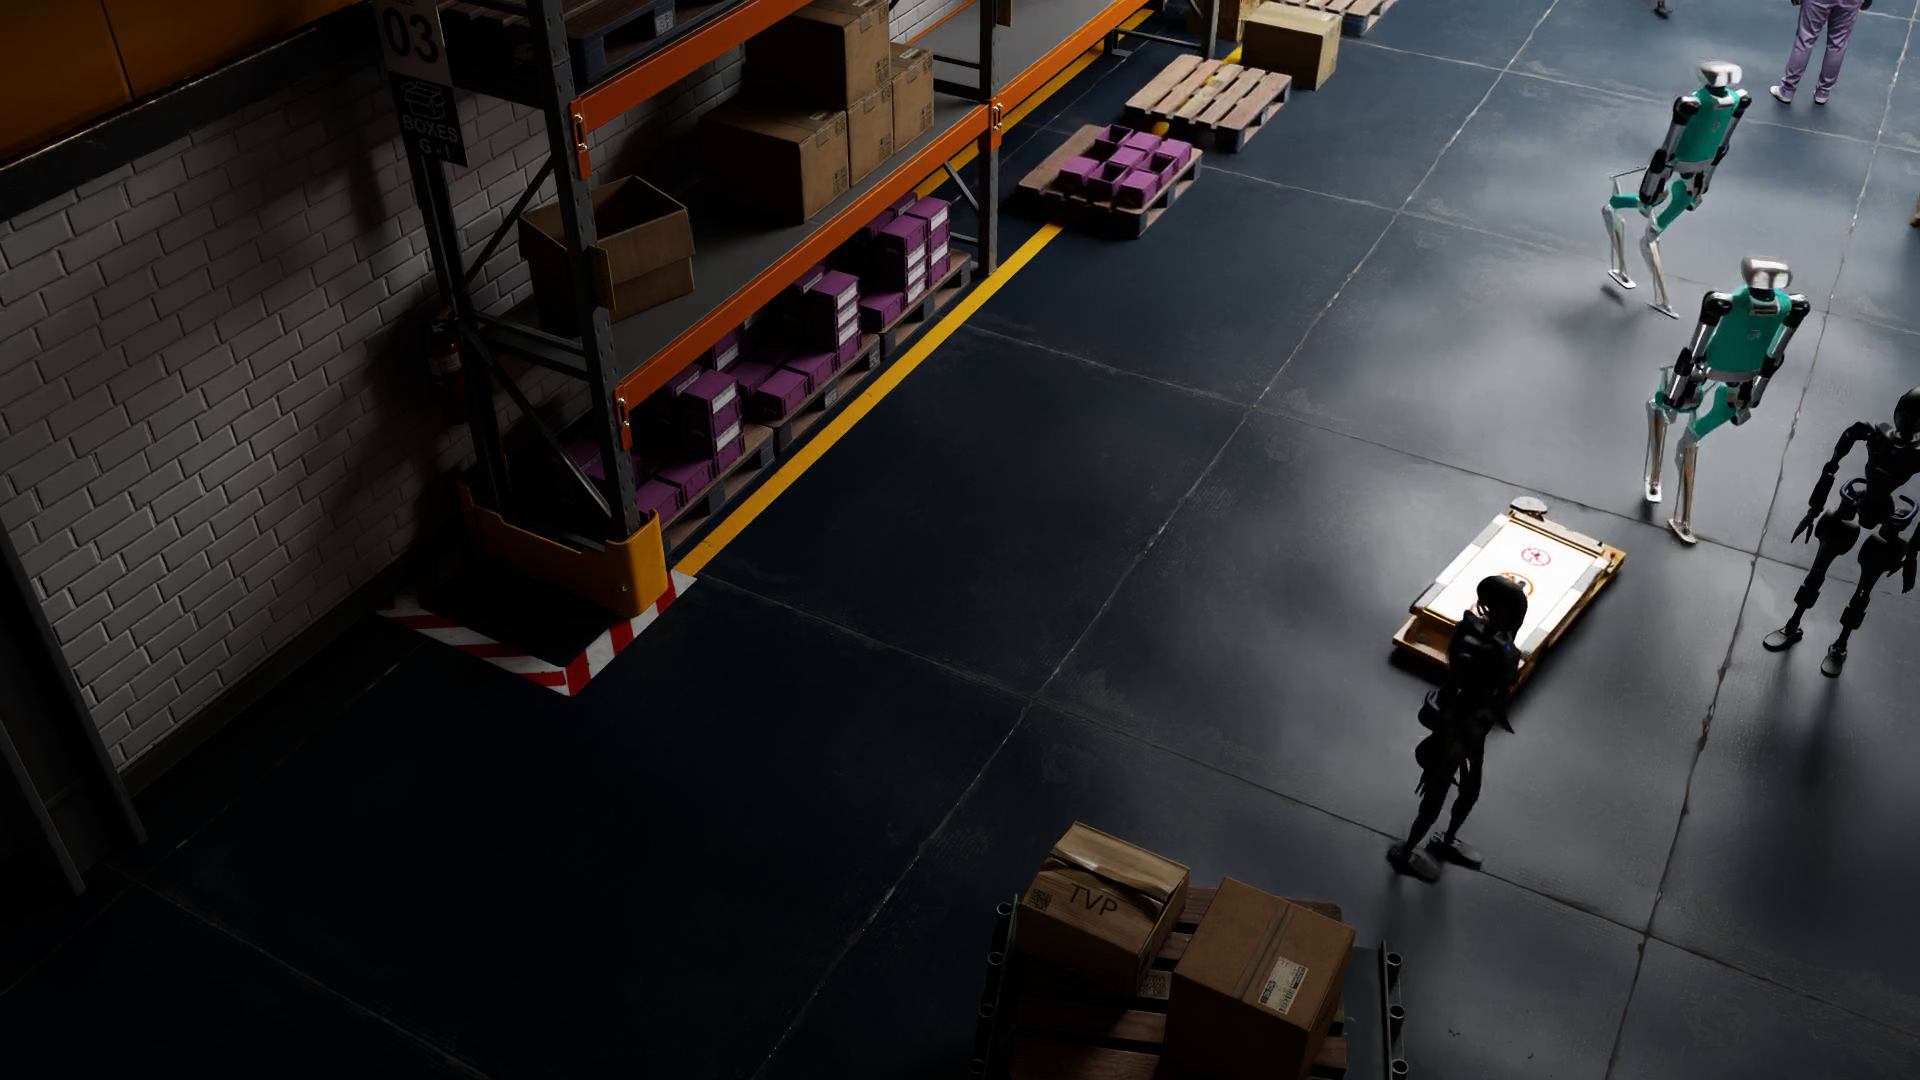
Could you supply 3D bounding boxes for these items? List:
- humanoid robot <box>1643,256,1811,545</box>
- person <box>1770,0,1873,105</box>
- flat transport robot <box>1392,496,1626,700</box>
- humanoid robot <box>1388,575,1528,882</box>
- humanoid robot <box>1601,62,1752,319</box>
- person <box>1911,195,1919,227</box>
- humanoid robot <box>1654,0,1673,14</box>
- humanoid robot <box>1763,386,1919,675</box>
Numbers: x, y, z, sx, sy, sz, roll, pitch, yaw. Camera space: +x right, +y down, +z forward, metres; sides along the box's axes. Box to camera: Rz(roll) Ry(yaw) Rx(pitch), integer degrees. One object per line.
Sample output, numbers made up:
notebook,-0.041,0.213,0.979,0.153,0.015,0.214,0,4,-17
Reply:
humanoid robot,4.079,-0.872,9.144,0.543,1.779,0.804,0,39,0
person,7.111,-4.477,13.506,0.650,1.907,0.413,4,39,6
flat transport robot,2.953,0.280,8.870,0.659,0.231,1.431,28,46,30
humanoid robot,2.171,0.813,7.076,0.400,1.650,0.610,30,48,32
humanoid robot,4.650,-2.375,11.017,0.547,1.764,0.907,-12,40,-15
person,7.259,-3.071,11.768,0.572,1.885,0.390,28,46,30
humanoid robot,6.637,-5.707,15.263,0.598,1.630,0.766,-5,39,-6
humanoid robot,4.435,-0.046,8.139,0.315,1.657,0.599,-31,48,-33
